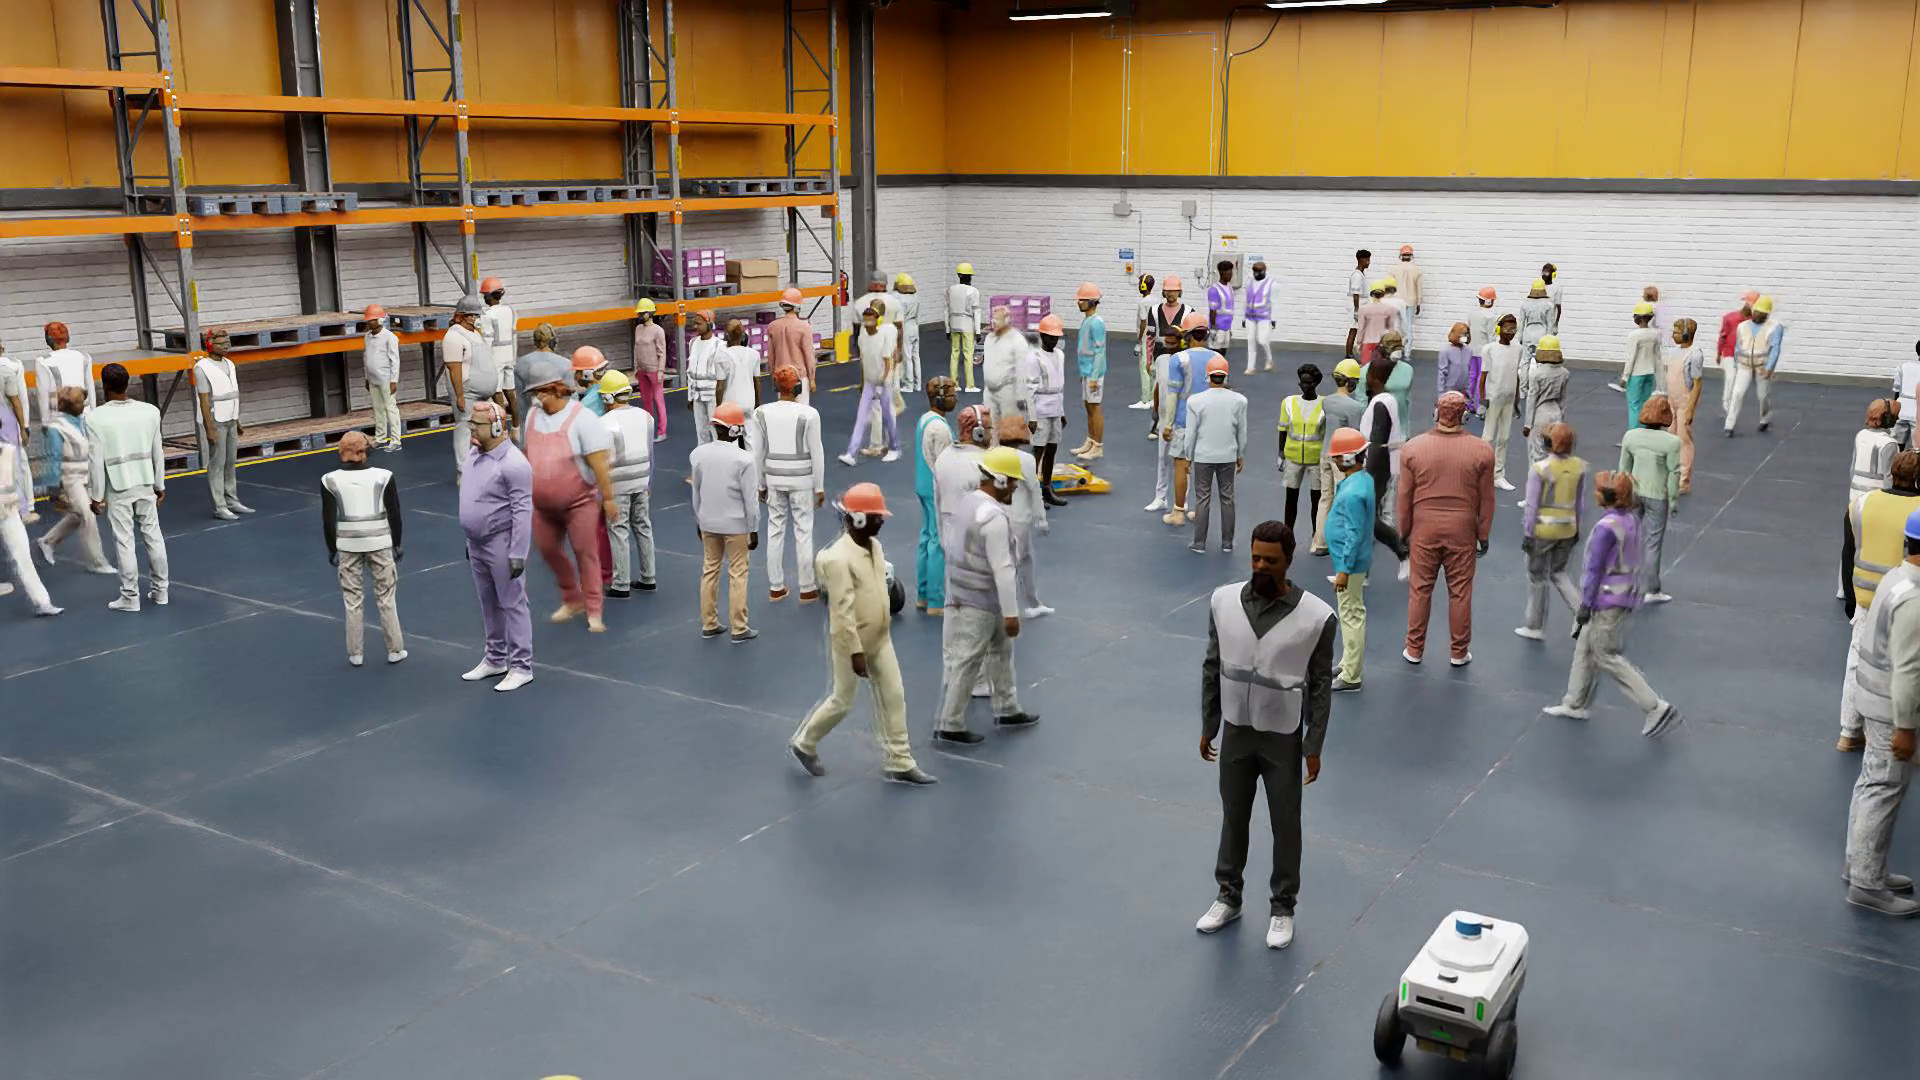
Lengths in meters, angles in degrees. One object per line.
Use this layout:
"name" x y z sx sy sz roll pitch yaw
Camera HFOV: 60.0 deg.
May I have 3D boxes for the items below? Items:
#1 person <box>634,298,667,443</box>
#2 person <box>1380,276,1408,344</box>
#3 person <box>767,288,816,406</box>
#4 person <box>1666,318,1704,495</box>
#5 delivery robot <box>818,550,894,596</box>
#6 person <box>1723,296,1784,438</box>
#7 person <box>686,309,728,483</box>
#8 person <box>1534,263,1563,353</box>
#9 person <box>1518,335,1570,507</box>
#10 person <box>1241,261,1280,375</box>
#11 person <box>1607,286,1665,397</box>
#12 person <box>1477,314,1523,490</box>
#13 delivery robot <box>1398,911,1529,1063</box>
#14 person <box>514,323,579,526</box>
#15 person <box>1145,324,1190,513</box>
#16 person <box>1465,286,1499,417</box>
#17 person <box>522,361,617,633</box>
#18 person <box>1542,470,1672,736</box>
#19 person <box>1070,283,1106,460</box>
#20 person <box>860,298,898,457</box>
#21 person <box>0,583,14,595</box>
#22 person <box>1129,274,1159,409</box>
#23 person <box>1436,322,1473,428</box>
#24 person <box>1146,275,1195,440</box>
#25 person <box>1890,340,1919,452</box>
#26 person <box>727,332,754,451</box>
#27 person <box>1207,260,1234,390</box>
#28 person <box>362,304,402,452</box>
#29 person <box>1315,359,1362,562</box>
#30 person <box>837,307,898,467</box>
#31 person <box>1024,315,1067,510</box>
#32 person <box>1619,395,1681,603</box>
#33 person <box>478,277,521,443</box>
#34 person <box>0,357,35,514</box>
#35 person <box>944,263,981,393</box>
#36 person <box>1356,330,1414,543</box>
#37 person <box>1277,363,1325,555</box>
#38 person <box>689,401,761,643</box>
"person" -3.819 -2.076 20.414 0.522 1.769 0.311 10 16 37
"person" 6.323 -3.039 24.672 0.527 1.728 0.876 10 16 37
"person" -1.911 -1.877 19.045 0.609 1.996 0.379 6 14 25
"person" 7.468 -1.382 17.240 0.347 1.841 0.505 -1 13 -3
"delivery robot" -0.812 0.232 12.851 0.477 0.478 0.707 -8 15 -31
"person" 9.979 -2.178 20.876 0.571 1.761 0.940 11 17 38
"person" -2.697 -1.513 17.715 0.575 1.883 0.355 10 16 37
"person" 8.952 -3.302 25.494 0.328 1.876 0.513 -9 16 -34
"person" 5.818 -1.173 16.570 0.480 1.734 0.334 -6 14 -25
"person" 4.809 -3.567 26.745 0.648 1.827 0.464 11 17 39
"person" 10.019 -2.917 24.409 0.835 1.592 0.544 11 17 38
"person" 5.668 -1.435 17.419 0.539 1.863 0.313 -5 14 -19
"delivery robot" 1.975 1.696 6.500 0.477 0.478 0.707 8 15 31
"person" -3.880 -1.082 15.723 0.629 1.940 0.372 4 13 15
"person" 2.094 -1.183 16.327 0.517 1.865 0.328 9 16 35
"person" 7.066 -2.545 22.472 0.329 1.751 0.571 -4 14 -18
"person" -2.871 -0.329 12.233 0.857 2.000 0.535 6 14 25
"person" 3.988 0.379 10.099 0.722 1.619 0.519 8 15 32
"person" 1.491 -1.940 19.212 0.390 2.045 0.607 -1 13 -6
"person" -0.956 -1.899 19.469 0.504 1.847 0.345 -13 18 -43
"person" -7.919 -0.518 13.158 0.618 1.992 0.388 3 13 12
"person" 2.574 -2.760 23.152 0.328 1.872 0.515 8 15 30
"person" 5.628 -1.665 18.922 0.507 1.631 0.276 -8 15 -30
"person" 2.582 -2.233 20.478 0.610 2.048 0.366 4 13 15
"person" 9.765 -1.247 16.997 0.319 1.686 0.539 -6 14 -25
"person" -2.324 -1.392 17.599 0.316 1.695 0.541 0 13 2
"person" 3.897 -3.192 24.812 0.362 1.963 0.613 9 16 34
"person" -6.906 -1.927 19.799 0.559 1.750 0.329 8 15 31
"person" 3.304 -0.687 14.412 0.339 1.761 0.524 -6 14 -24
"person" -0.987 -1.735 18.860 0.493 1.806 1.016 7 15 27
"person" 0.880 -1.272 16.551 0.355 1.934 0.553 11 17 39
"person" 5.424 -0.325 13.103 0.285 1.636 0.499 -9 16 -34
"person" -5.617 -2.158 20.161 0.391 2.041 0.615 6 14 23
"person" -9.165 -1.084 15.854 0.362 1.883 0.575 10 16 38
"person" 0.051 -3.143 24.694 0.594 1.922 0.374 7 15 28
"person" 3.857 -0.944 15.124 0.638 1.938 0.357 -7 15 -28
"person" 3.051 -0.712 14.648 0.539 1.695 0.319 6 14 24
"person" -1.677 -0.133 12.040 0.571 1.744 0.352 6 14 25
